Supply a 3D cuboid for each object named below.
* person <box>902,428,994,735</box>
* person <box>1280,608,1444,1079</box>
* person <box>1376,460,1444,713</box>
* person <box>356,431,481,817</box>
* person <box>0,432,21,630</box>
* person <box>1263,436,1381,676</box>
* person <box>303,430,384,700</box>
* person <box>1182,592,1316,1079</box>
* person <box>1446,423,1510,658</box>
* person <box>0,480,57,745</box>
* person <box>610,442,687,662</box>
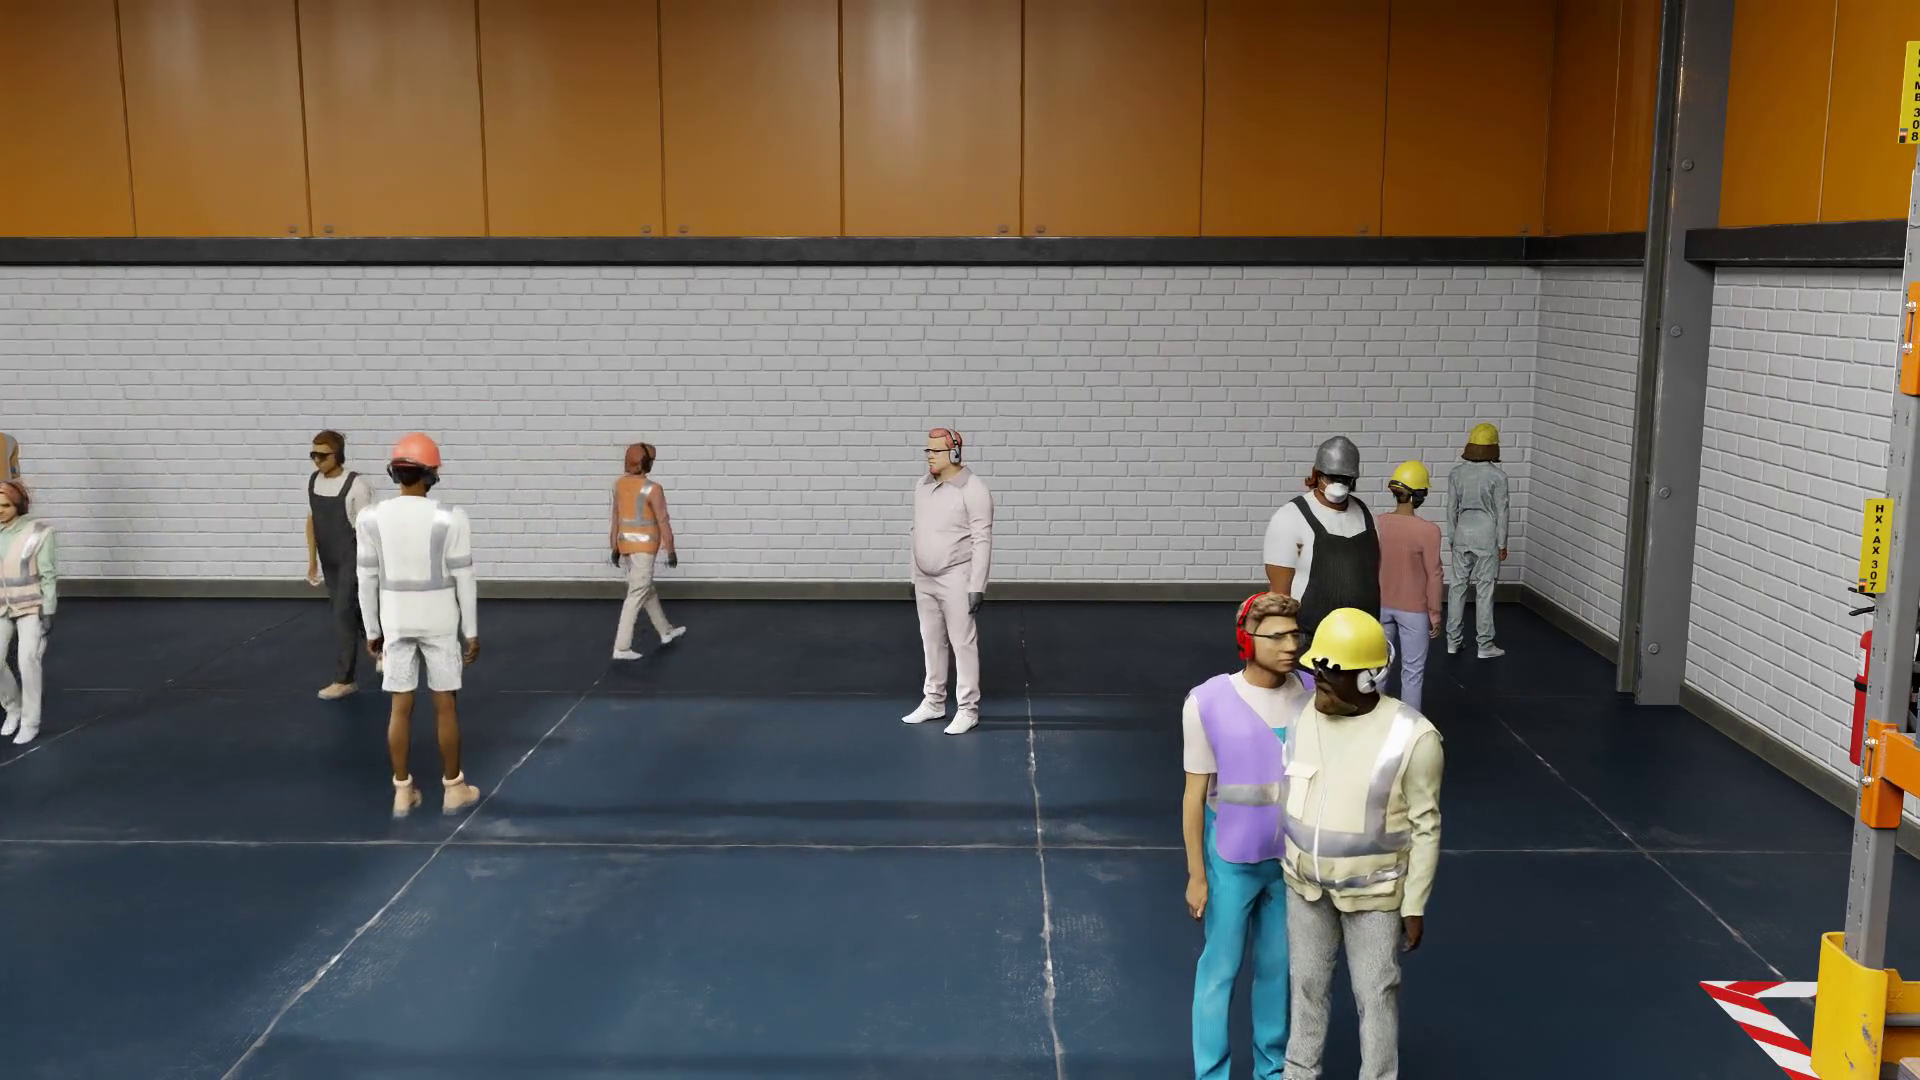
[{"bbox_3d":[-0.100,0.250,10.380,0.651,1.907,0.409,9,13,44],"label":"person"},{"bbox_3d":[1.255,1.113,5.438,0.592,1.828,0.404,8,12,40],"label":"person"},{"bbox_3d":[2.623,0.410,9.838,0.313,1.768,0.527,-8,13,-42],"label":"person"},{"bbox_3d":[-2.847,0.444,8.815,0.614,2.039,0.394,0,9,1],"label":"person"},{"bbox_3d":[-7.633,-0.209,13.032,0.378,1.936,0.548,5,11,26],"label":"person"},{"bbox_3d":[1.953,0.458,8.730,0.684,2.000,0.536,-5,10,-25],"label":"person"},{"bbox_3d":[-4.166,0.128,11.401,0.512,1.820,0.813,4,10,22],"label":"person"},{"bbox_3d":[0.996,1.075,5.603,0.566,1.849,0.387,-4,10,-24],"label":"person"},{"bbox_3d":[3.850,0.002,12.354,0.487,1.744,0.297,9,13,44],"label":"person"},{"bbox_3d":[-5.709,0.441,10.055,0.530,1.617,0.360,-1,10,-5],"label":"person"},{"bbox_3d":[-2.327,0.073,12.381,0.530,1.591,0.838,8,13,41],"label":"person"}]
